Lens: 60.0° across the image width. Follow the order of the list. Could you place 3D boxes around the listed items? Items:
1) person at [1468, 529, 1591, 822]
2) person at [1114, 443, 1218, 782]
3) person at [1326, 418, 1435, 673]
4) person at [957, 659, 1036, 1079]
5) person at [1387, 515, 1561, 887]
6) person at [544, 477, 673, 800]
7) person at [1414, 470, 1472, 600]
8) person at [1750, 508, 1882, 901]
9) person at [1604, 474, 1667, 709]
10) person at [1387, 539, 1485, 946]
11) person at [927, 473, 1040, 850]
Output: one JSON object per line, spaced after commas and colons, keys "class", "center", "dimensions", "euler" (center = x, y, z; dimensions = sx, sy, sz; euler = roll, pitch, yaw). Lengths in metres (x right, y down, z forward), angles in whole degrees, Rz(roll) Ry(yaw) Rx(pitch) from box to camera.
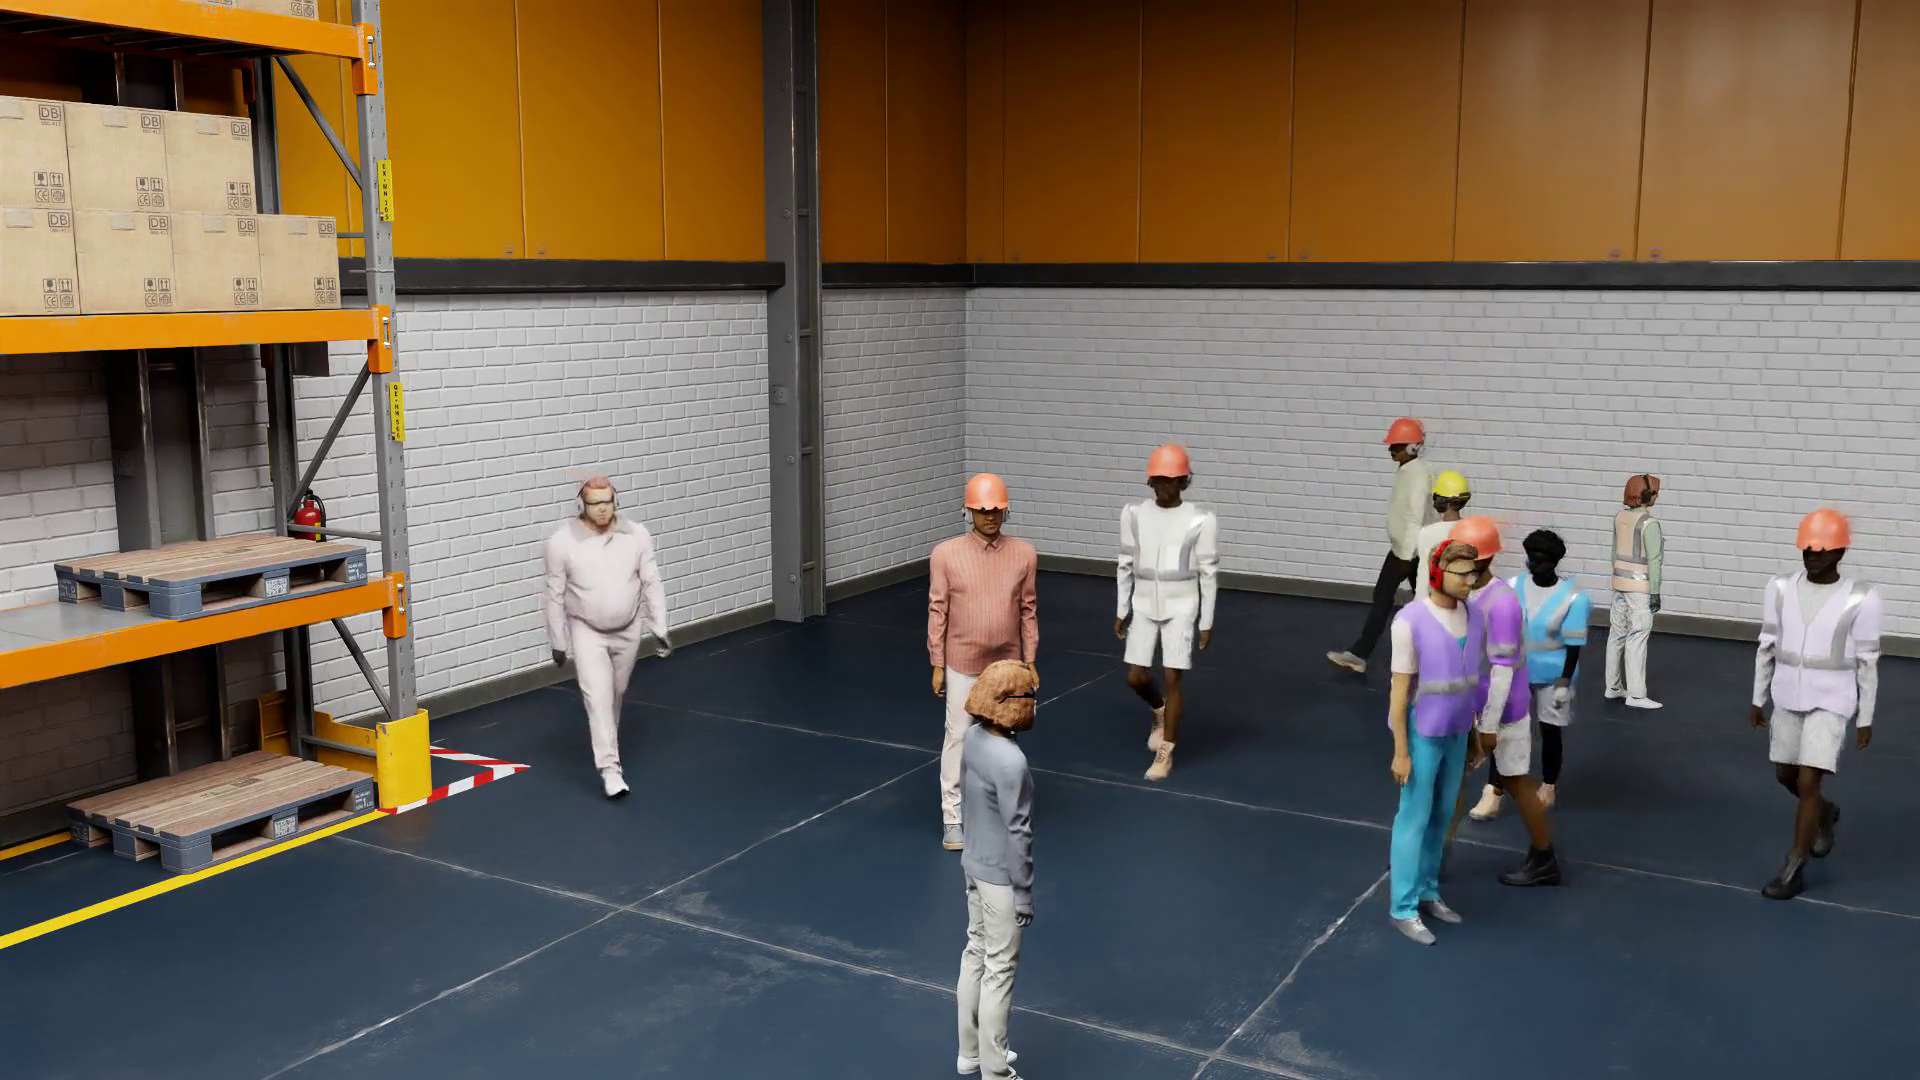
{"class": "person", "center": [3.112, 0.756, 9.105], "dimensions": [0.756, 1.645, 0.572], "euler": [-9, 13, -44]}
{"class": "person", "center": [1.247, 0.418, 10.033], "dimensions": [0.625, 2.032, 0.552], "euler": [4, 10, 25]}
{"class": "person", "center": [3.238, 0.075, 12.399], "dimensions": [0.996, 1.950, 0.638], "euler": [0, 9, -2]}
{"class": "person", "center": [0.148, 1.240, 6.146], "dimensions": [0.266, 1.631, 0.507], "euler": [-3, 10, -19]}
{"class": "person", "center": [2.543, 0.800, 8.103], "dimensions": [0.970, 1.875, 0.572], "euler": [-2, 9, -10]}
{"class": "person", "center": [-2.061, 0.549, 9.766], "dimensions": [0.656, 1.852, 0.989], "euler": [-5, 10, -29]}
{"class": "person", "center": [3.150, 0.431, 10.774], "dimensions": [0.529, 1.772, 0.304], "euler": [-4, 10, -24]}
{"class": "person", "center": [4.244, 0.772, 8.218], "dimensions": [0.828, 1.910, 0.554], "euler": [-7, 12, -38]}
{"class": "person", "center": [4.731, 0.355, 11.653], "dimensions": [0.308, 1.641, 0.511], "euler": [-2, 9, -11]}
{"class": "person", "center": [2.162, 0.899, 7.638], "dimensions": [0.574, 1.847, 0.377], "euler": [-7, 11, -36]}
{"class": "person", "center": [0.129, 0.636, 8.792], "dimensions": [0.611, 1.996, 0.379], "euler": [-3, 9, -16]}
